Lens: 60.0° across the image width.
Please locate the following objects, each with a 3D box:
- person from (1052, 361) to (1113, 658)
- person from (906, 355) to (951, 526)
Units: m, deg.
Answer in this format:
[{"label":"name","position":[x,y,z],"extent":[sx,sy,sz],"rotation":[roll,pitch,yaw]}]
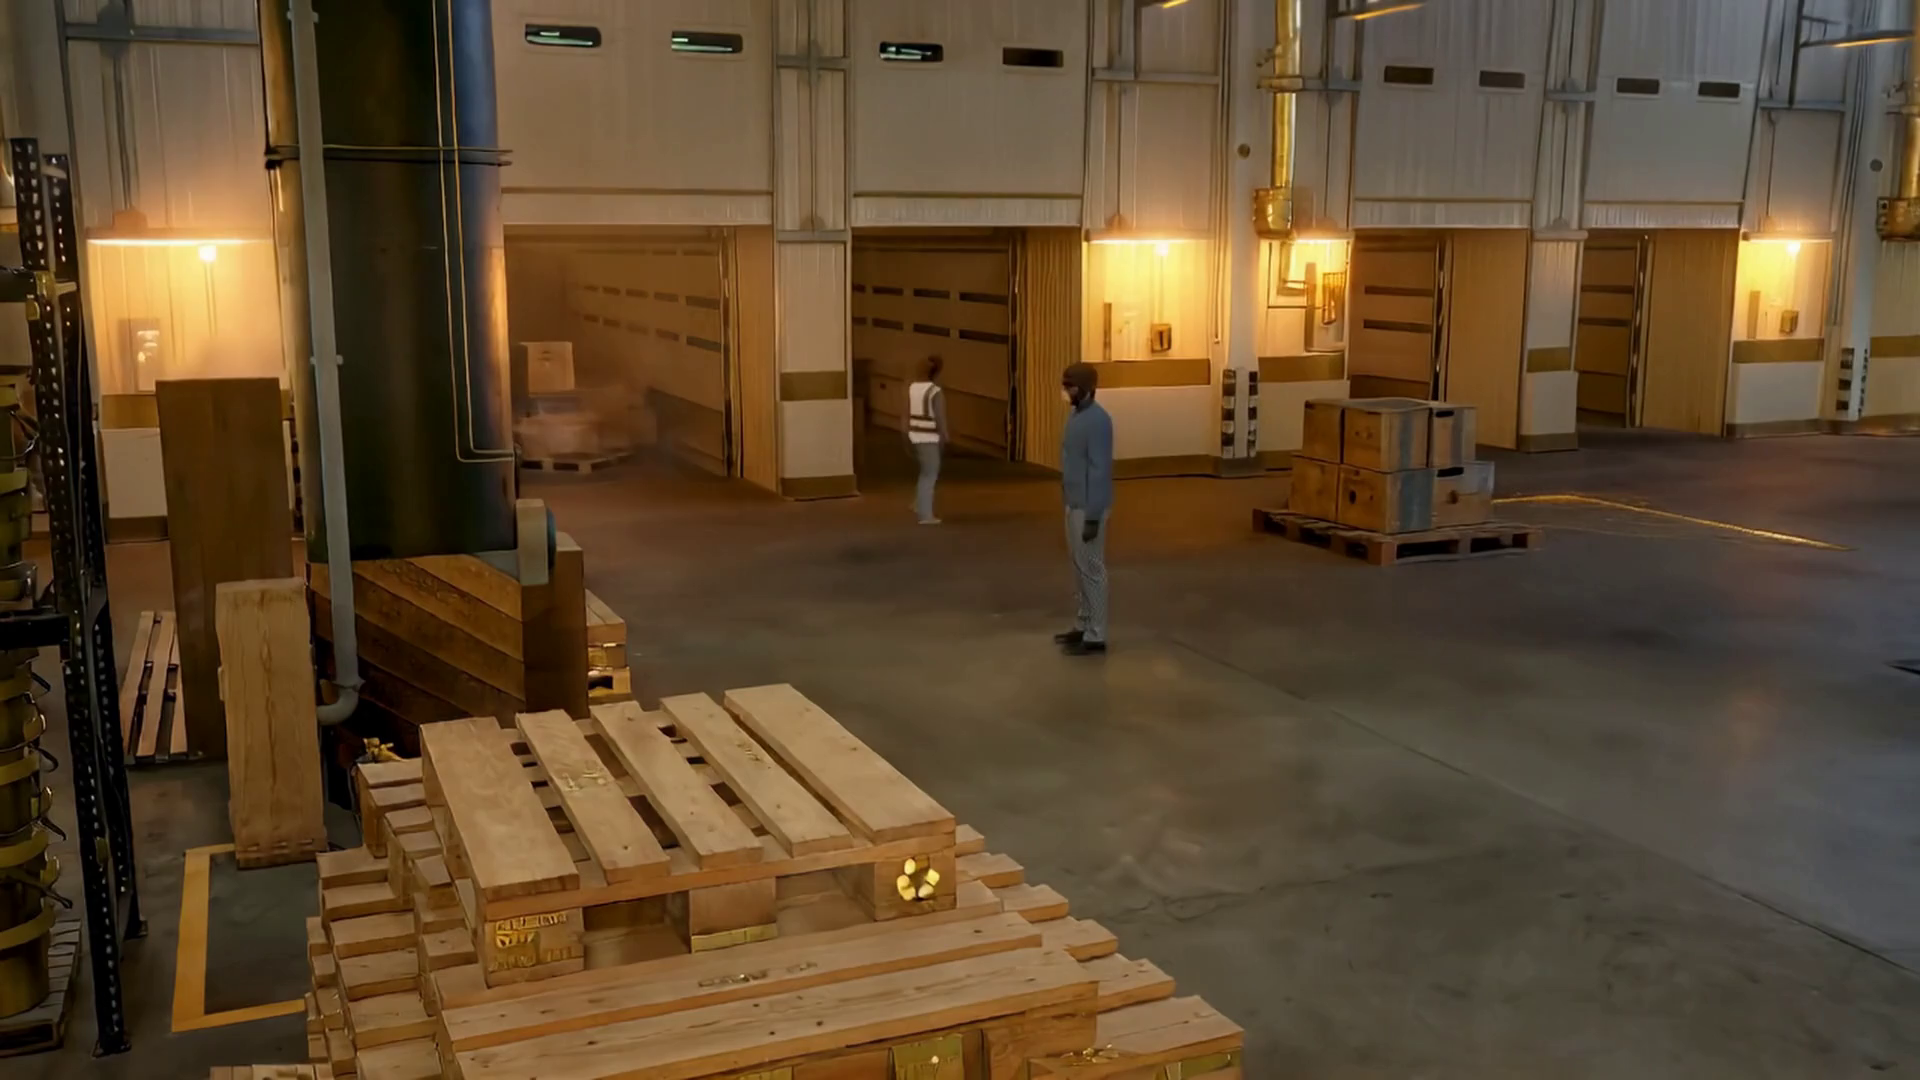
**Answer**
[{"label":"person","position":[0.817,-0.201,10.893],"extent":[0.354,1.936,0.635],"rotation":[-1,10,-7]},{"label":"person","position":[-0.293,-0.940,15.829],"extent":[0.385,1.623,0.538],"rotation":[-8,13,-37]}]
